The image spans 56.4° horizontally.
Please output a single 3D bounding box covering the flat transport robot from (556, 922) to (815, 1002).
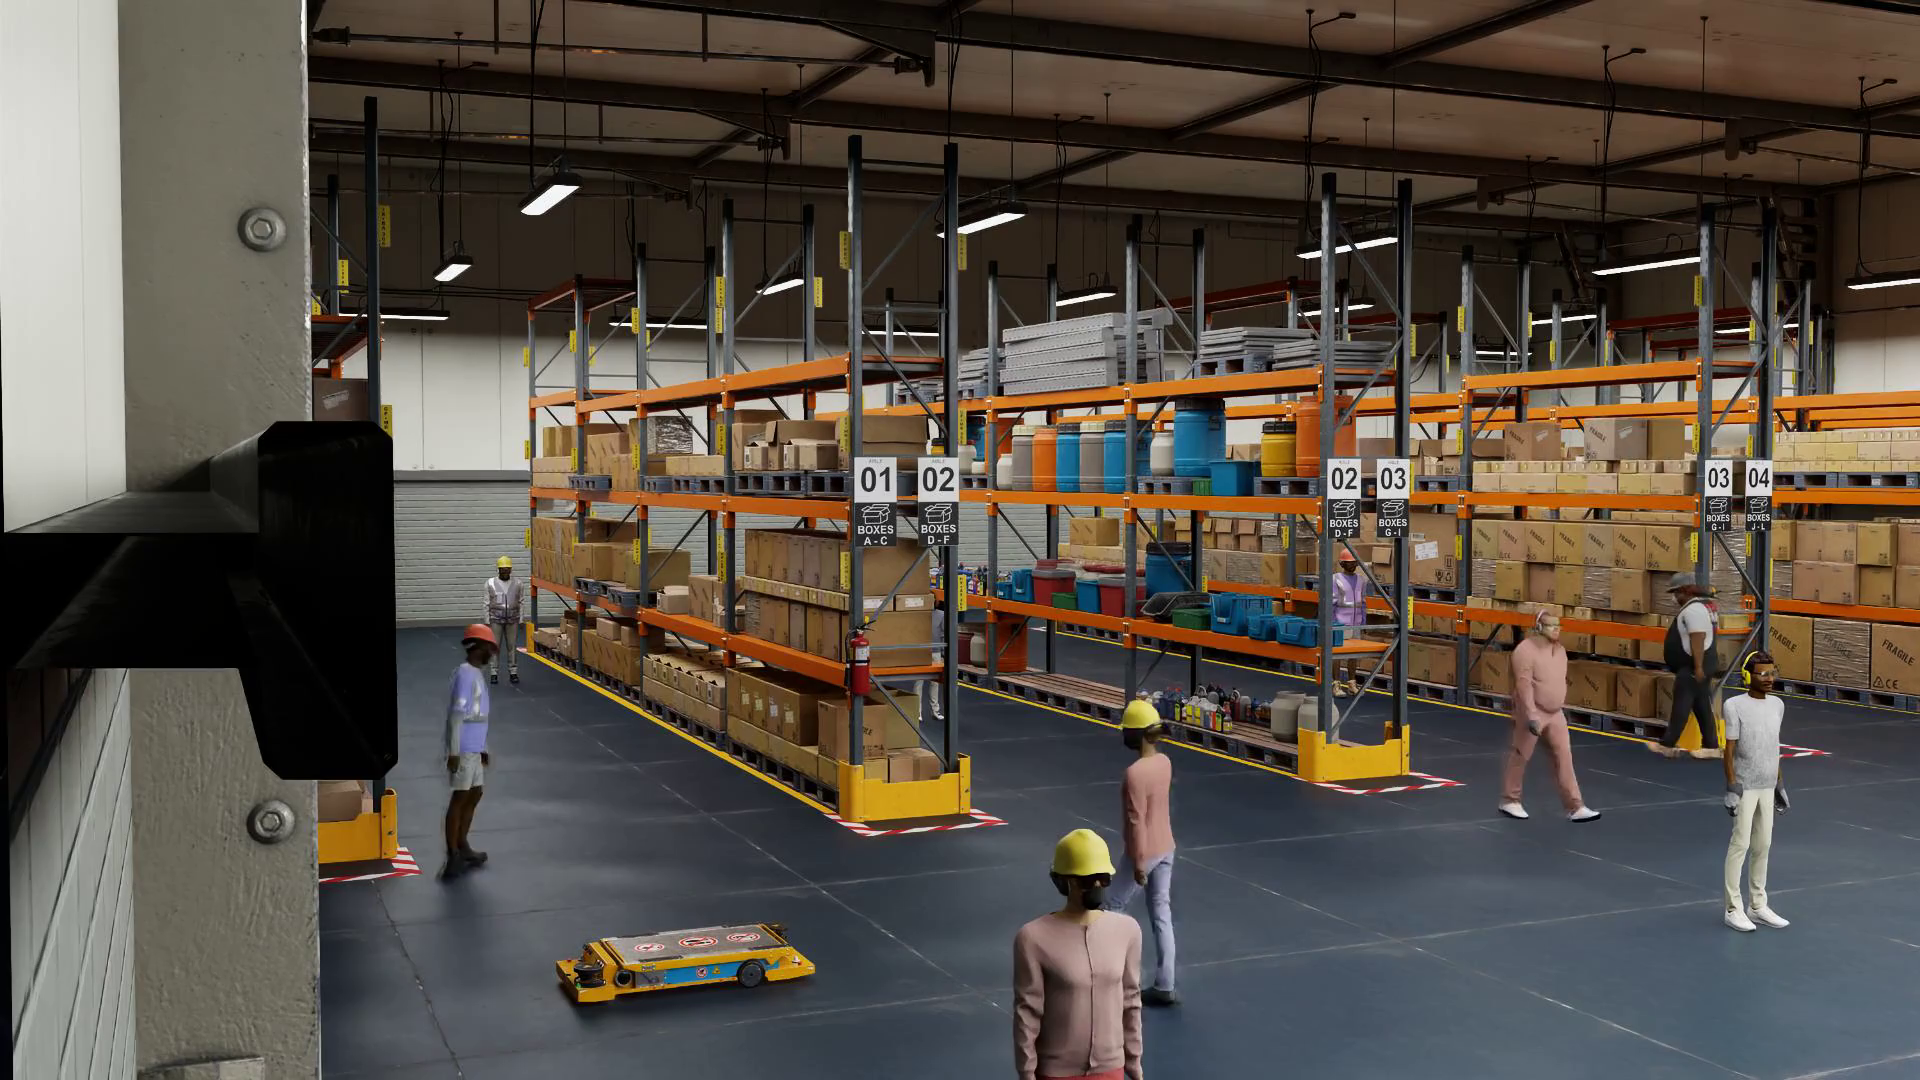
[{"bbox_3d":[-1.658,2.531,10.816,1.431,0.197,0.652,-1,2,-23],"label":"flat transport robot"}]

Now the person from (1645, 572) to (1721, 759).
[{"bbox_3d":[7.781,1.336,19.258,0.827,2.000,0.777,1,2,22],"label":"person"}]

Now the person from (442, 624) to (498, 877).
[{"bbox_3d":[-3.783,1.606,13.754,0.357,1.898,0.727,0,2,-2],"label":"person"}]

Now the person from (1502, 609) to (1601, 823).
[{"bbox_3d":[5.138,1.542,15.644,0.661,1.863,0.981,-1,2,-28],"label":"person"}]

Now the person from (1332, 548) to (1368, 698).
[{"bbox_3d":[5.287,1.119,24.348,0.609,2.043,0.376,-1,2,-23],"label":"person"}]

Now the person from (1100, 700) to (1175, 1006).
[{"bbox_3d":[1.028,1.801,10.356,0.534,1.751,0.532,2,3,36],"label":"person"}]

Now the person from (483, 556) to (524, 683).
[{"bbox_3d":[-6.632,1.154,26.068,0.593,1.837,0.404,-1,2,-23],"label":"person"}]

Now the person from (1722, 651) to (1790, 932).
[{"bbox_3d":[5.371,1.674,12.073,0.520,1.871,0.326,-1,2,-23],"label":"person"}]

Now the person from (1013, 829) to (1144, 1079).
[{"bbox_3d":[0.440,1.935,6.550,0.527,1.772,0.305,-1,2,-23],"label":"person"}]

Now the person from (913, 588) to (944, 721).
[{"bbox_3d":[-0.389,1.407,22.088,0.502,1.633,0.280,-1,2,-23],"label":"person"}]
